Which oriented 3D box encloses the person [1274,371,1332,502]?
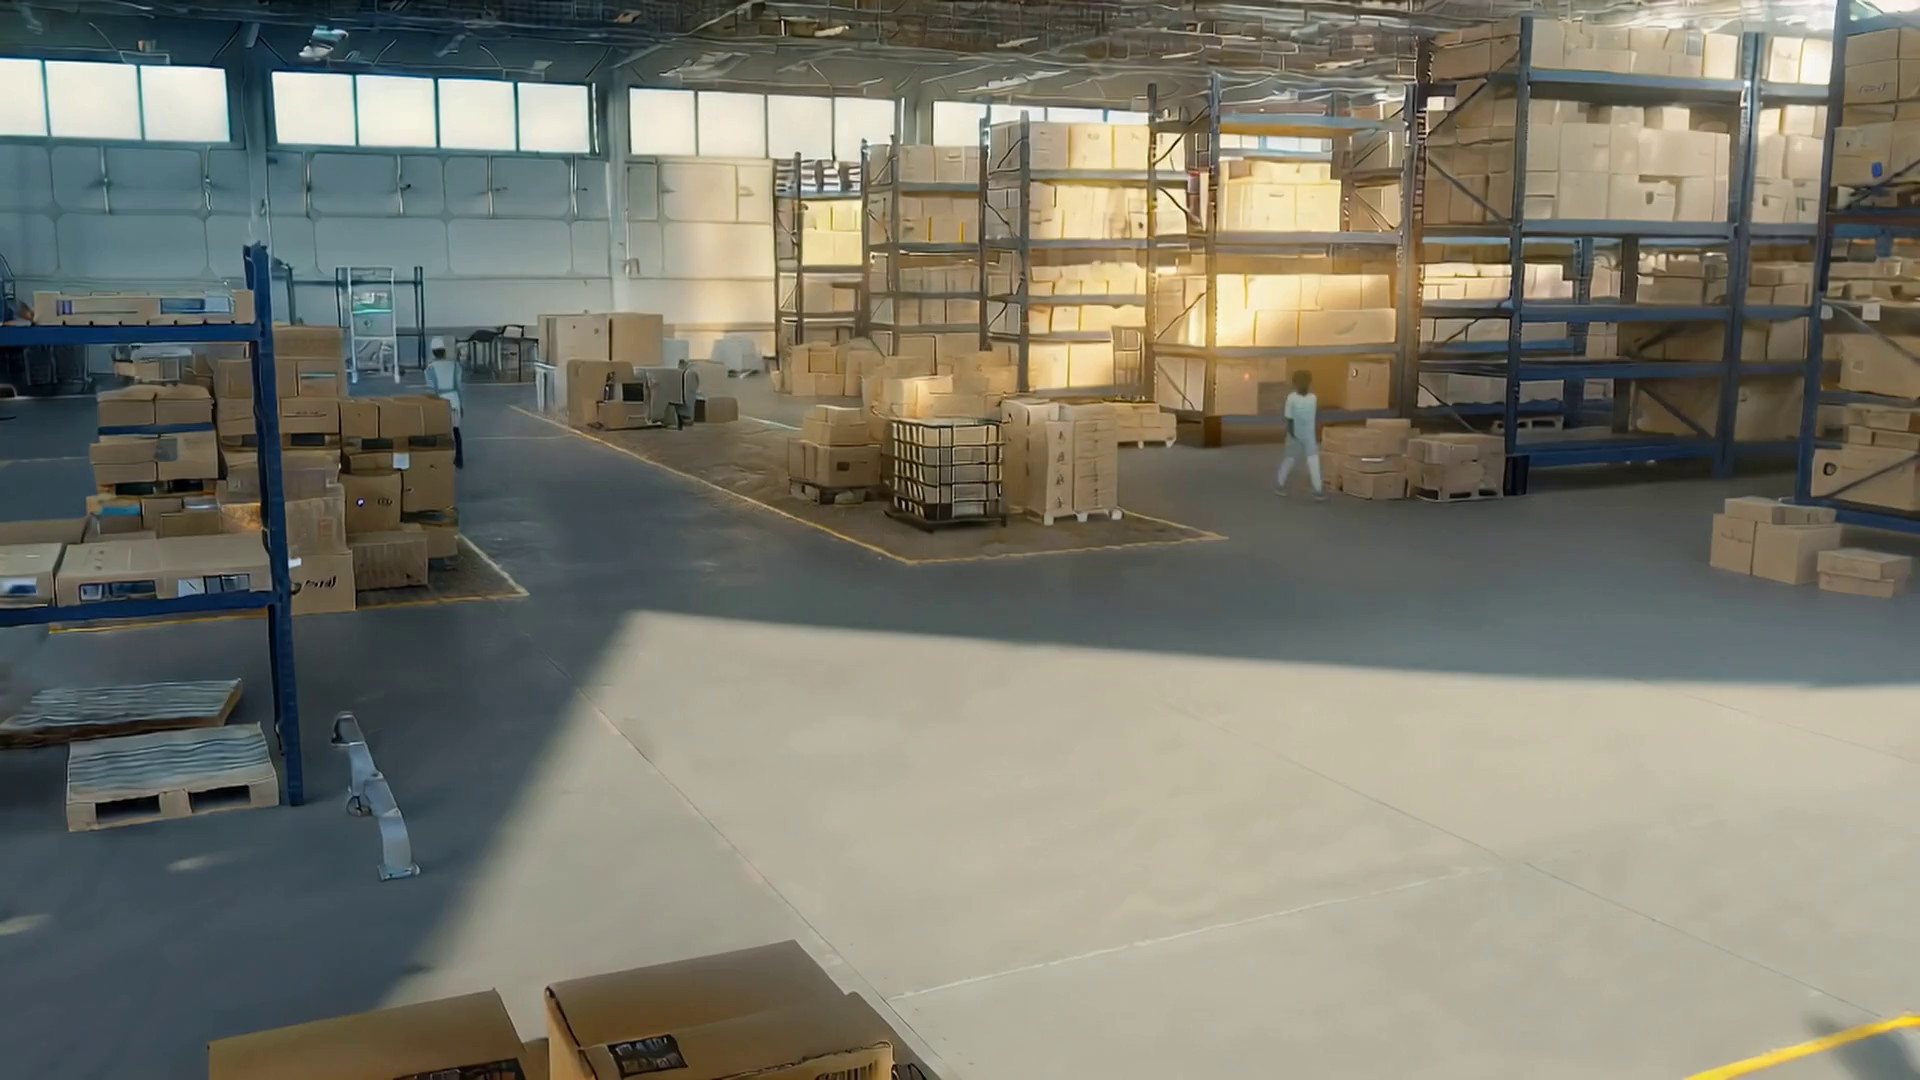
[{"bbox_3d":[4.319,-1.310,21.022,0.540,1.646,0.854,-5,10,-27],"label":"person"}]

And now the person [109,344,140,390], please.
[{"bbox_3d":[-15.602,-3.038,31.100,0.593,1.857,1.001,0,9,2],"label":"person"}]

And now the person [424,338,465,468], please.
[{"bbox_3d":[-7.550,-1.989,24.376,0.568,1.928,0.386,-5,11,-30],"label":"person"}]

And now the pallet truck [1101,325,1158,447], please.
[{"bbox_3d":[2.881,-2.596,27.923,0.823,1.965,1.885,-1,9,-7],"label":"pallet truck"}]

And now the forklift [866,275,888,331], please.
[{"bbox_3d":[-2.198,-5.541,43.462,1.873,2.768,1.129,-4,10,-25],"label":"forklift"}]
